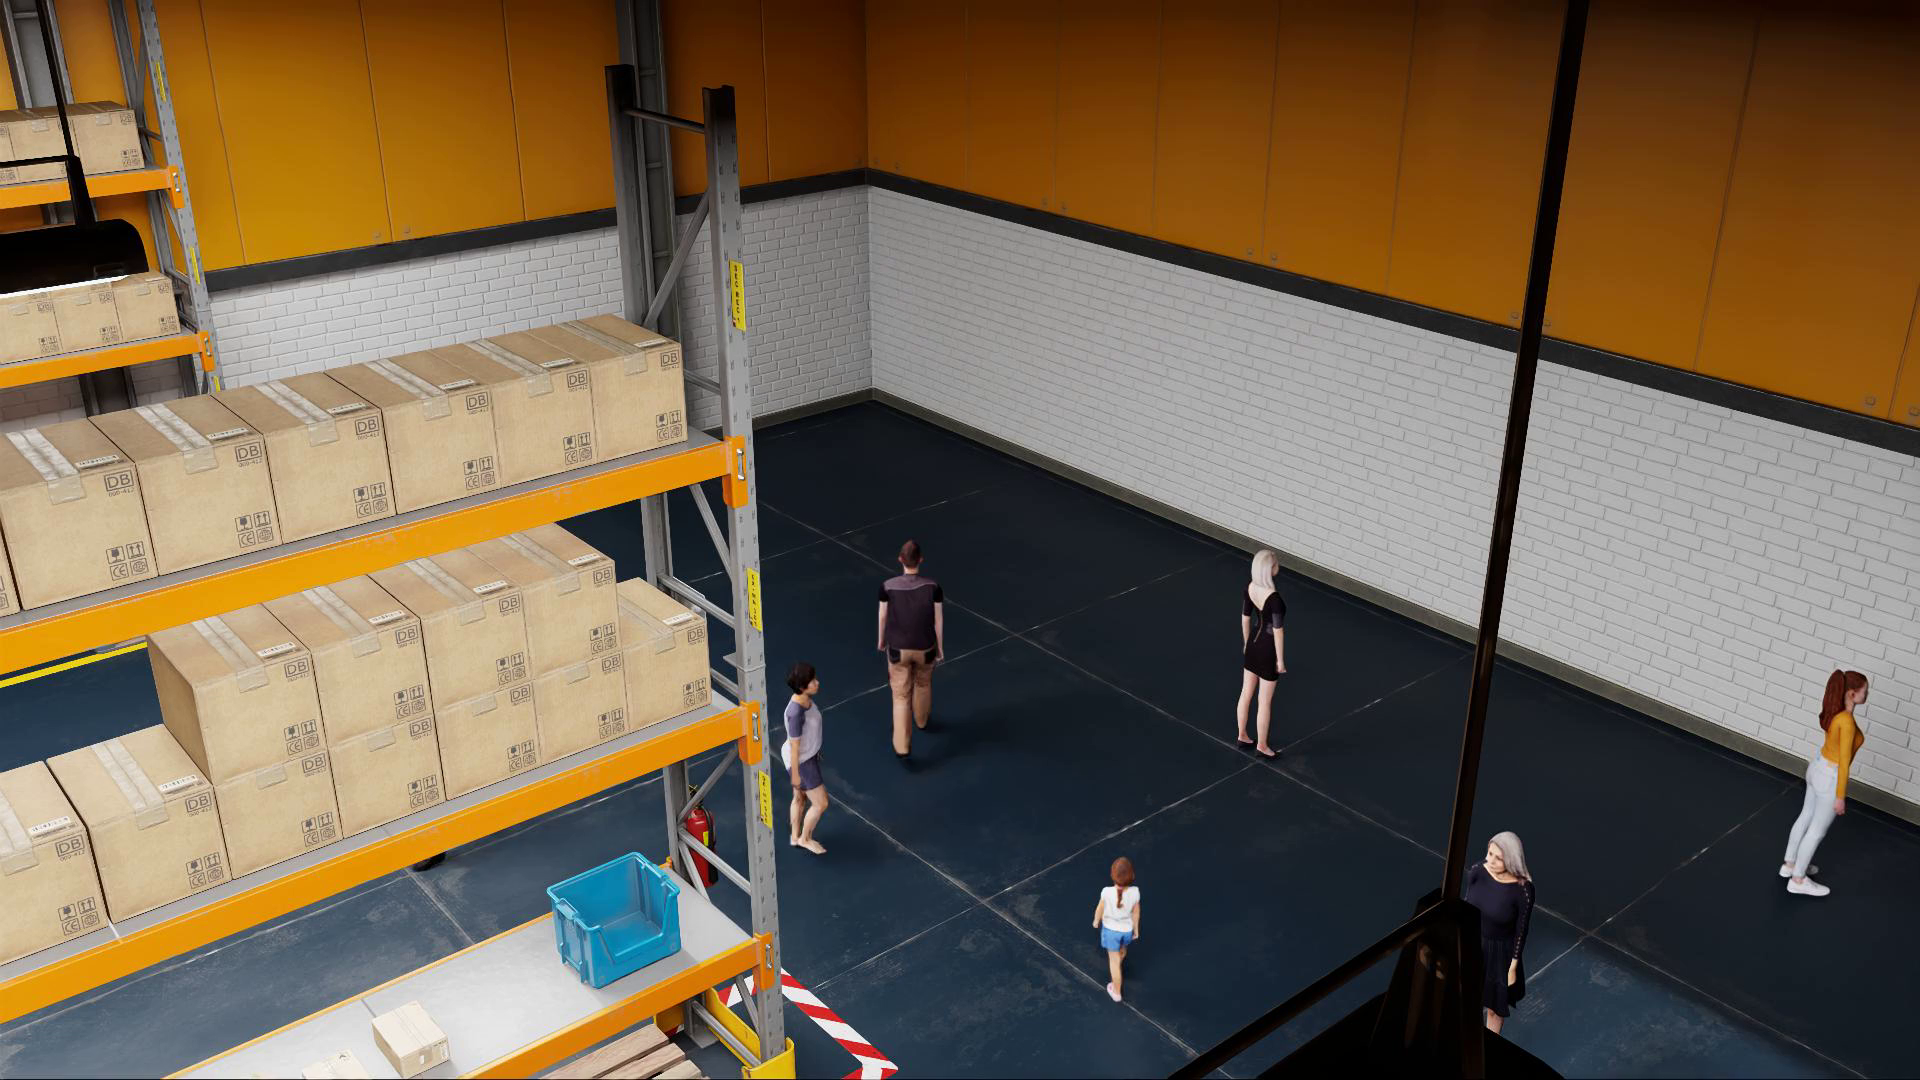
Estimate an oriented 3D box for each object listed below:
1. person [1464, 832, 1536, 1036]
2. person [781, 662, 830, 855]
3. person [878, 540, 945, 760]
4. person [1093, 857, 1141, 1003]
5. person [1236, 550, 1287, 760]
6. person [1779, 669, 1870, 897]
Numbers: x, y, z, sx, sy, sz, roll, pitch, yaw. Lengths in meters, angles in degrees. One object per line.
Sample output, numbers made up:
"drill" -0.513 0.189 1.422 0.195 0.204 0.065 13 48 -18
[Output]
"person" 3.159 2.495 9.946 0.564 1.746 0.603 -20 31 -38
"person" -1.227 1.604 12.223 0.756 1.555 0.700 1 24 3
"person" -0.404 0.917 13.484 1.223 1.804 1.201 -1 24 -3
"person" 1.031 2.538 10.778 0.679 1.000 0.684 -4 24 -8
"person" 2.442 0.919 13.449 0.525 1.829 0.600 -15 28 -30
"person" 6.127 1.702 11.759 0.707 1.746 0.631 4 24 9
